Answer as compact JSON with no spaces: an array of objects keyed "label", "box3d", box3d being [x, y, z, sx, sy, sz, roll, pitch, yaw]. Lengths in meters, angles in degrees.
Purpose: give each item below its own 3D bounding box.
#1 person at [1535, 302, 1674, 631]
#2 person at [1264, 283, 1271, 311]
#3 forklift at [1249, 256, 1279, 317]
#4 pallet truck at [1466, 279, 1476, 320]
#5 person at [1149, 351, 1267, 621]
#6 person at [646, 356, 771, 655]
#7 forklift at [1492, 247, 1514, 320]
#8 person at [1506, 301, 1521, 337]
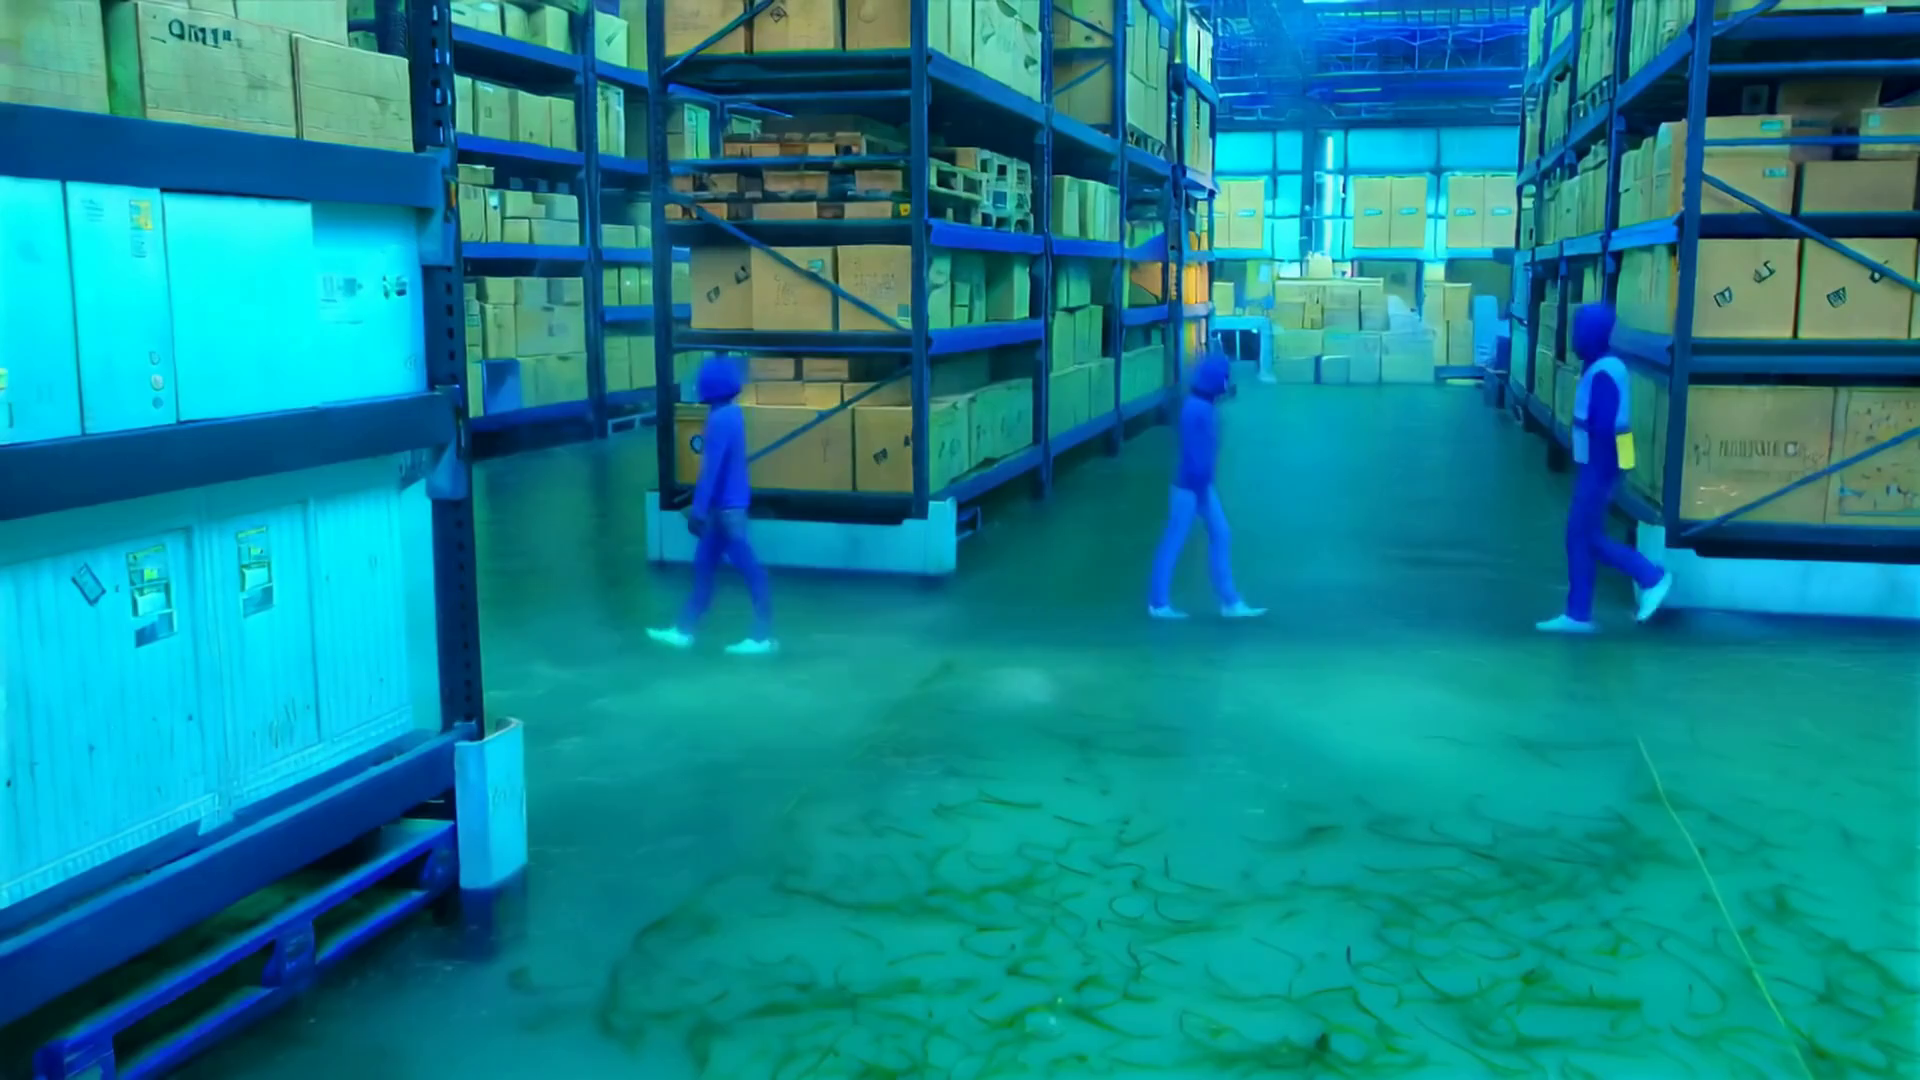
[{"label":"person","box3d":[3.698,-0.399,9.461,0.645,1.899,0.612,3,9,18]},{"label":"person","box3d":[10.086,-7.386,53.680,0.371,1.941,0.627,-8,12,-43]},{"label":"forklift","box3d":[11.325,-9.117,61.693,1.129,2.768,1.873,2,9,15]},{"label":"pallet truck","box3d":[18.896,-8.459,60.307,1.885,1.965,0.823,5,10,31]},{"label":"person","box3d":[1.455,-0.295,9.701,0.787,1.593,0.530,4,10,25]},{"label":"person","box3d":[-1.375,-0.172,8.882,0.775,1.597,0.527,0,9,0]},{"label":"forklift","box3d":[14.408,-6.284,43.693,1.873,2.768,1.129,-8,12,-41]},{"label":"person","box3d":[10.982,-4.032,32.259,0.641,1.964,0.797,-5,10,-29]}]
